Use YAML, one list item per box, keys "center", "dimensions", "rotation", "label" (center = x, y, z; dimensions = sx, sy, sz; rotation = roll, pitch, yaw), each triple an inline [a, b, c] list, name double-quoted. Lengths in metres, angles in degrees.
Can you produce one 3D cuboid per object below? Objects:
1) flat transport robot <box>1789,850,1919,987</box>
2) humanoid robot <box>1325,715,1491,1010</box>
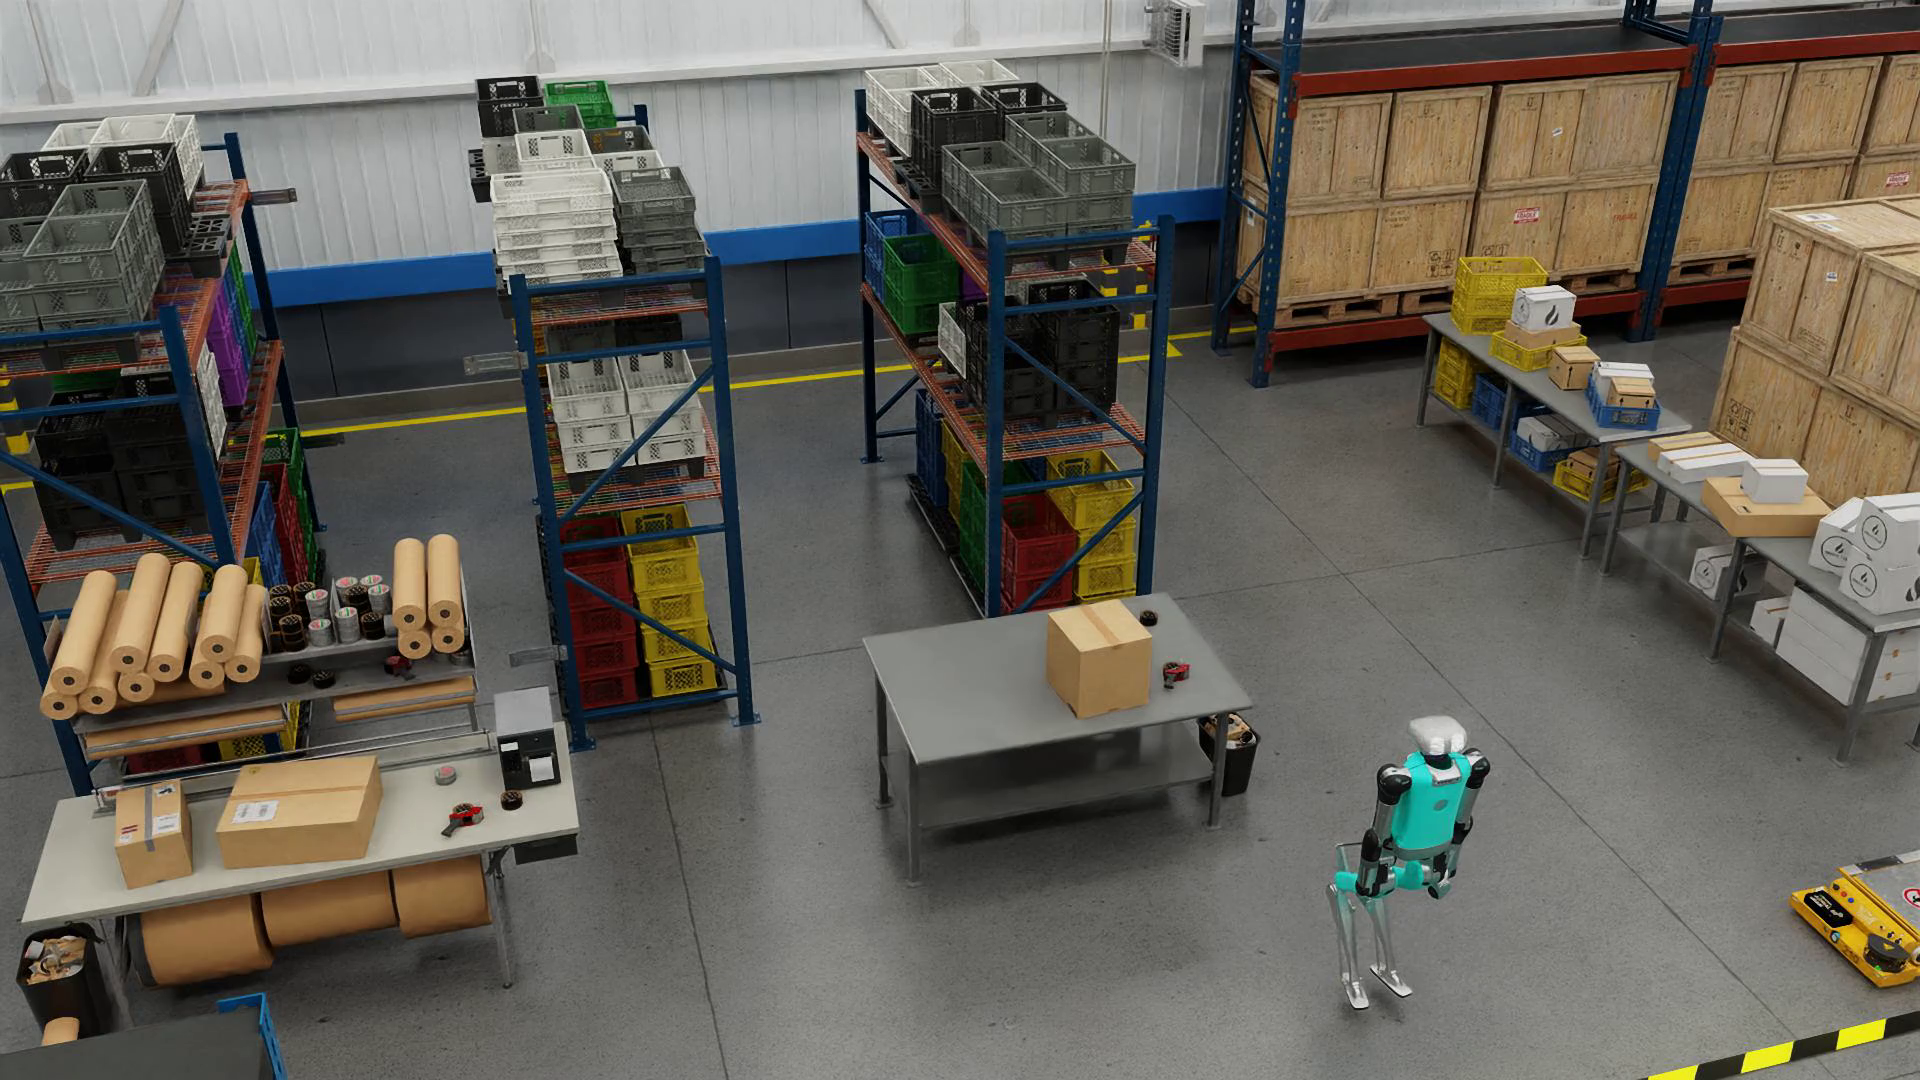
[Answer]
- center: [5.163, 1.916, 8.676]
  dimensions: [1.431, 0.231, 0.659]
  rotation: [-8, 30, -14]
  label: "flat transport robot"
- center: [2.029, 1.438, 7.880]
  dimensions: [0.533, 1.677, 0.735]
  rotation: [-8, 30, -15]
  label: "humanoid robot"
